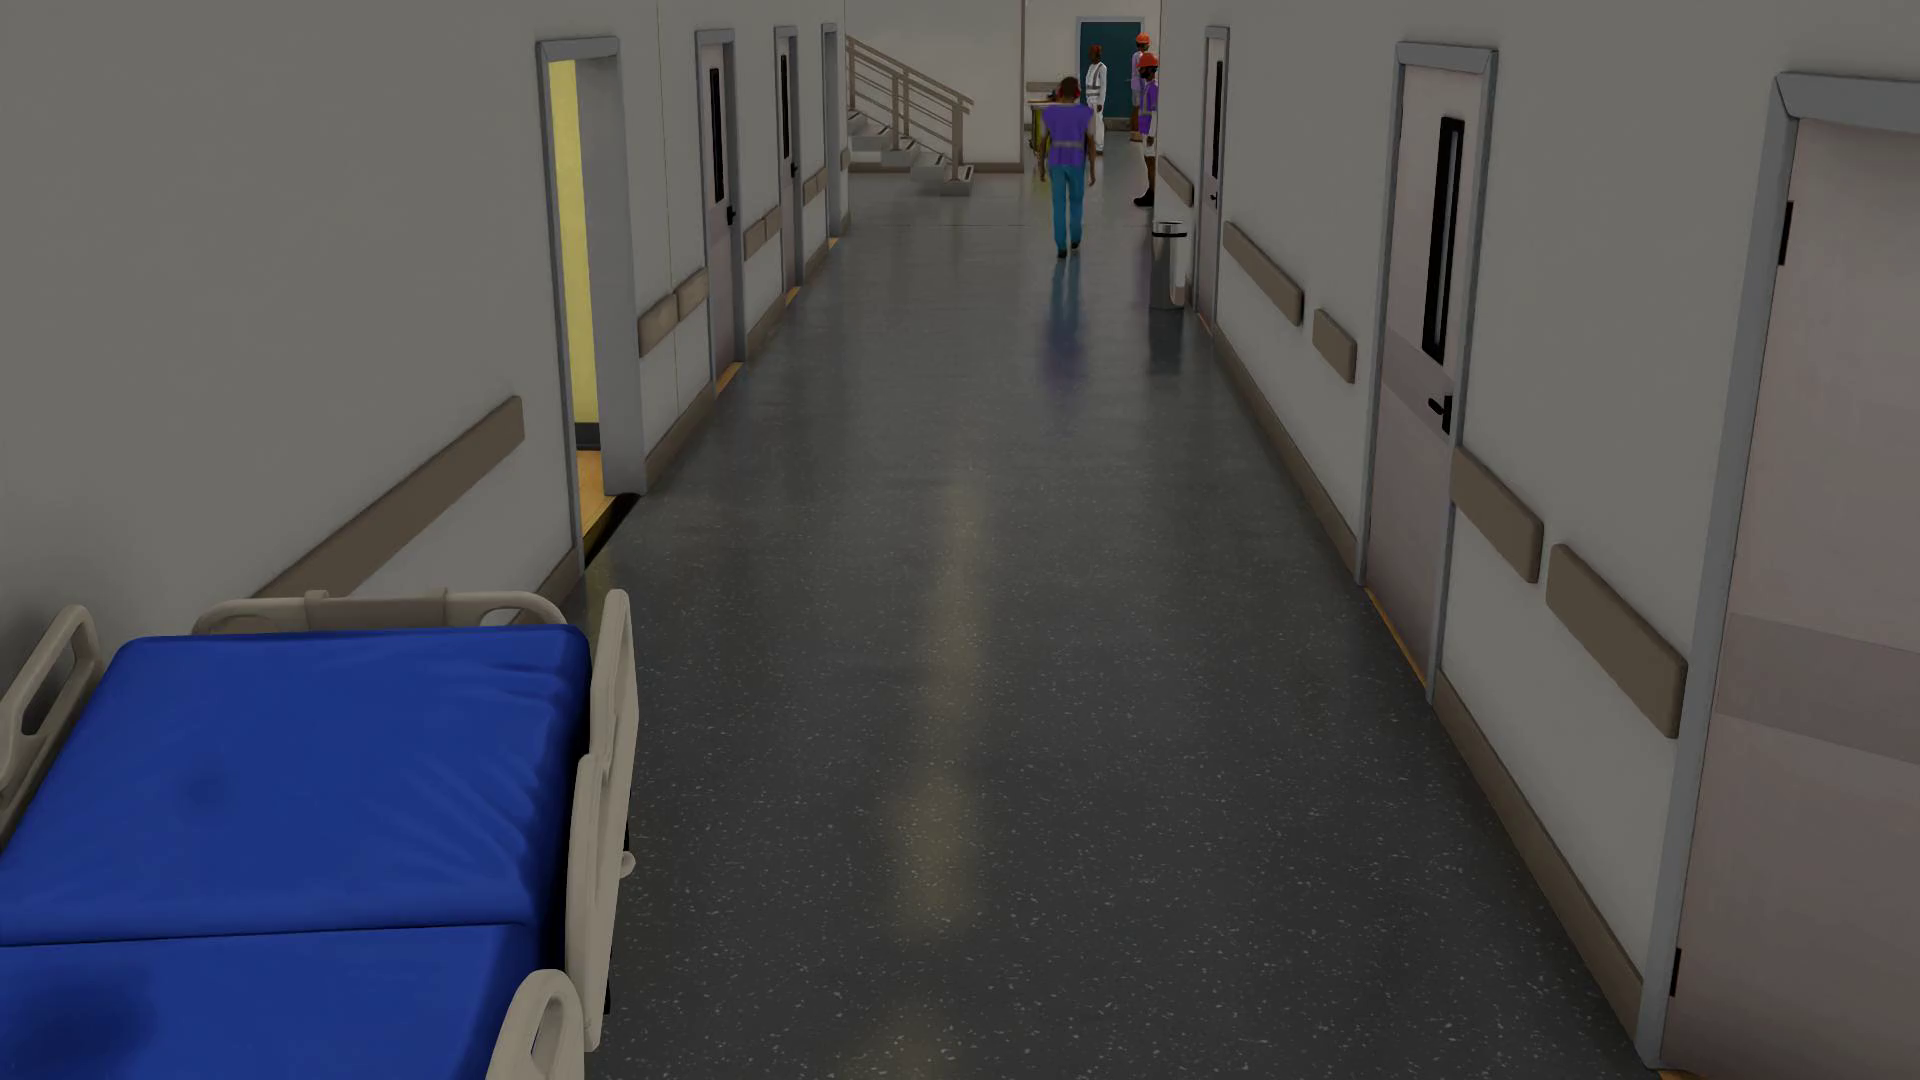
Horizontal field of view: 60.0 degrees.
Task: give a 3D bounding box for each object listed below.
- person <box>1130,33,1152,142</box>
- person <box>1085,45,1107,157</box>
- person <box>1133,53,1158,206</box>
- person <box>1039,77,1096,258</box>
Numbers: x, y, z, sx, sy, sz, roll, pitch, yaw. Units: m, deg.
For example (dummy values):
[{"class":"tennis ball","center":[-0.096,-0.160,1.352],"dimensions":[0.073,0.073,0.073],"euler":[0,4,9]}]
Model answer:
[{"class":"person","center":[3.499,-8.745,32.170],"dimensions":[0.380,2.045,0.605],"euler":[-2,18,-7]},{"class":"person","center":[2.343,-7.627,28.921],"dimensions":[0.356,1.883,0.573],"euler":[-7,19,-21]},{"class":"person","center":[2.429,-5.300,21.518],"dimensions":[0.376,1.935,0.550],"euler":[0,18,0]},{"class":"person","center":[1.112,-3.877,17.268],"dimensions":[0.593,1.792,0.950],"euler":[2,18,6]}]
